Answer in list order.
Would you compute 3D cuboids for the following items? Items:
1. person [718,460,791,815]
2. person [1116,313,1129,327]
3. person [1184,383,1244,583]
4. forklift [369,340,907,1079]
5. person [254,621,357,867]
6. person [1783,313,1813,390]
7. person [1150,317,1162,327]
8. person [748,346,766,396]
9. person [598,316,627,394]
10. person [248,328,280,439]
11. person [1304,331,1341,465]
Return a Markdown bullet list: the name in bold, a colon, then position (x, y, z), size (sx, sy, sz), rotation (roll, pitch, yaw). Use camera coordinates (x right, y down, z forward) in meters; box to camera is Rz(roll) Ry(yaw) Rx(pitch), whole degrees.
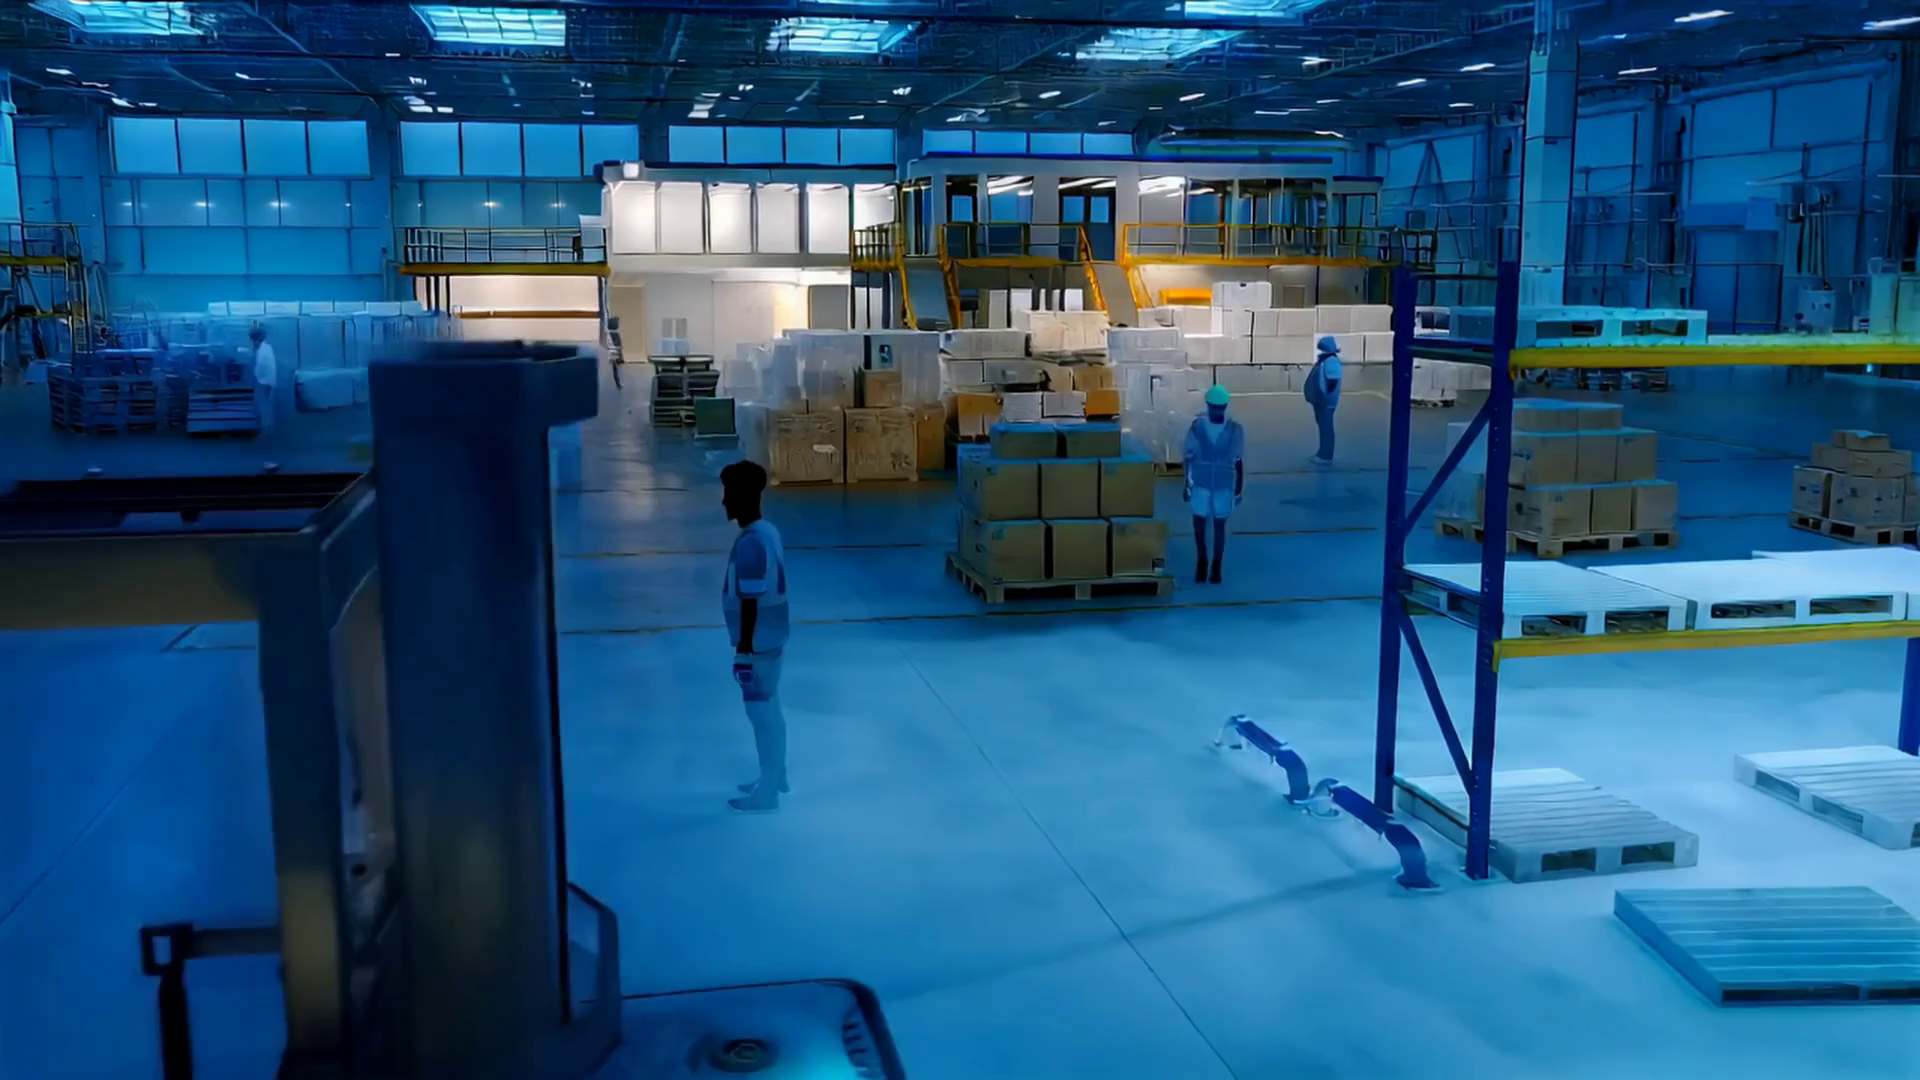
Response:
- **person**: position (-1.131, 0.535, 9.193), size (0.386, 1.959, 0.598), rotation (0, 9, 1)
- **person**: position (4.193, -4.900, 42.639), size (0.345, 1.847, 0.504), rotation (-9, 13, -43)
- **person**: position (2.400, -0.525, 15.743), size (0.565, 1.916, 0.510), rotation (2, 9, 10)
- **forklift**: position (-1.042, 0.952, 3.821), size (1.873, 2.768, 1.129), rotation (-2, 10, -12)
- **person**: position (-3.178, 0.773, 8.052), size (0.394, 1.853, 0.511), rotation (7, 12, 36)
- **person**: position (20.608, -4.613, 40.739), size (0.986, 1.910, 0.606), rotation (-6, 11, -33)
- **person**: position (4.239, -3.878, 36.146), size (0.543, 1.931, 0.371), rotation (6, 11, 33)
- **person**: position (-3.191, -2.272, 26.932), size (0.494, 1.743, 0.302), rotation (-4, 10, -22)
- **person**: position (-8.314, -4.385, 39.486), size (0.844, 1.858, 0.570), rotation (4, 10, 21)
- **person**: position (-12.174, -2.726, 29.068), size (0.453, 1.954, 0.631), rotation (-5, 11, -29)
- **person**: position (5.503, -2.157, 25.324), size (0.538, 2.000, 0.690), rotation (1, 9, 4)
